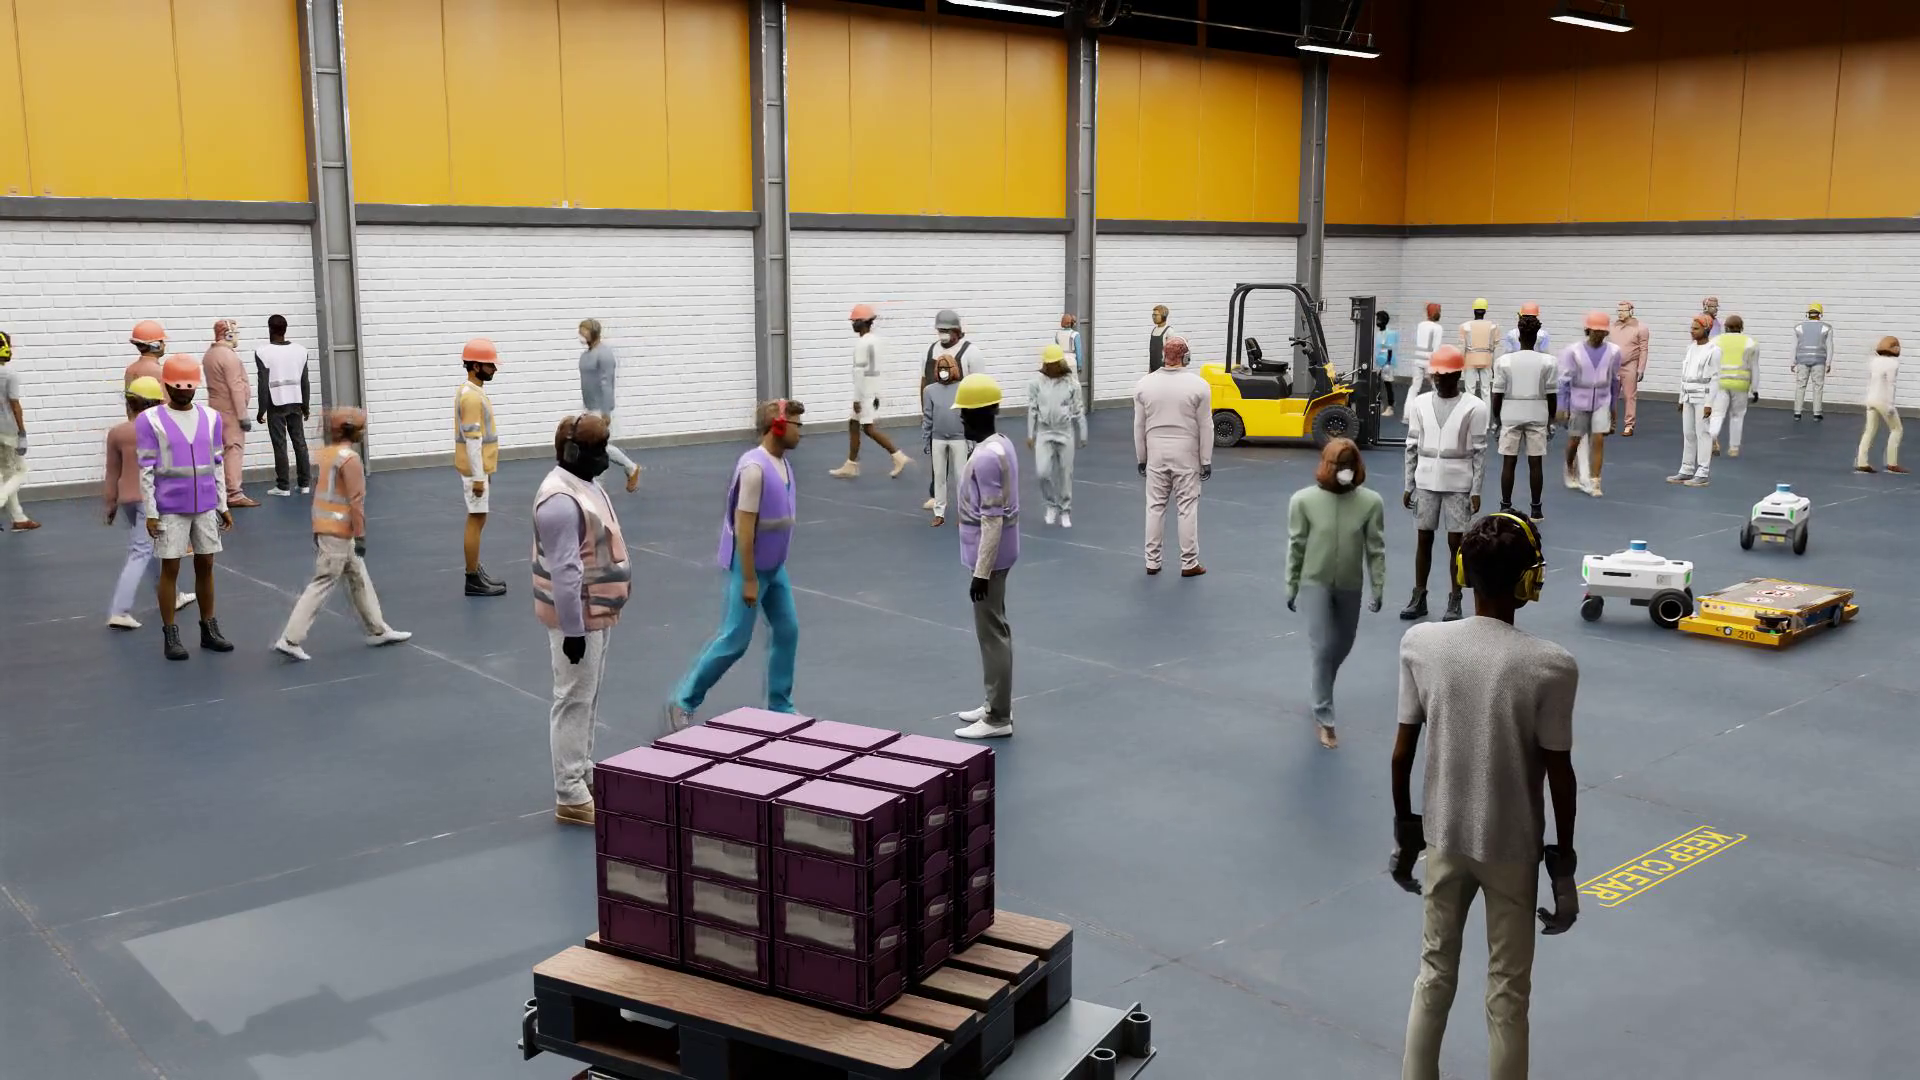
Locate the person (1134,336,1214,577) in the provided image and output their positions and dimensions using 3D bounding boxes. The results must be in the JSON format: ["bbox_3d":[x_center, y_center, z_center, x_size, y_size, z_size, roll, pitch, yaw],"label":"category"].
[{"bbox_3d":[1.704,-0.658,13.183,0.646,1.908,0.408,4,11,23],"label":"person"}]

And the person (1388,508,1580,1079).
[{"bbox_3d":[1.421,0.842,4.512,0.531,1.870,0.317,8,12,39],"label":"person"}]

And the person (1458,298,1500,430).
[{"bbox_3d":[7.535,-2.557,24.239,0.589,1.927,0.388,1,10,4],"label":"person"}]

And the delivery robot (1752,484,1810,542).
[{"bbox_3d":[7.118,-0.240,14.412,0.477,0.478,0.707,7,12,36],"label":"delivery robot"}]

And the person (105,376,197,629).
[{"bbox_3d":[-5.620,-0.269,11.478,0.509,1.710,0.949,3,10,18],"label":"person"}]

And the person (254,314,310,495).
[{"bbox_3d":[-7.174,-1.429,17.664,0.375,1.917,0.598,7,12,36],"label":"person"}]

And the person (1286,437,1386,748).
[{"bbox_3d":[1.977,0.234,8.862,0.508,1.609,0.765,0,10,-2],"label":"person"}]

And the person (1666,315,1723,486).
[{"bbox_3d":[8.150,-1.535,18.394,0.355,1.882,0.576,-2,10,-12],"label":"person"}]

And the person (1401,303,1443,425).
[{"bbox_3d":[7.037,-2.634,24.980,0.978,1.840,0.594,-6,11,-30],"label":"person"}]

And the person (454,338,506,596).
[{"bbox_3d":[-3.576,-0.541,12.443,0.383,1.930,0.539,-3,10,-15],"label":"person"}]

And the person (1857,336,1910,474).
[{"bbox_3d":[10.804,-1.565,19.337,0.664,1.605,0.513,0,10,-2],"label":"person"}]

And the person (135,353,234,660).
[{"bbox_3d":[-4.882,-0.215,10.528,0.375,1.927,0.543,8,13,40],"label":"person"}]

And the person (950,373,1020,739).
[{"bbox_3d":[0.126,0.087,8.767,0.372,1.923,0.594,1,10,6],"label":"person"}]

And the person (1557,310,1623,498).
[{"bbox_3d":[6.694,-1.472,17.761,0.629,1.994,0.953,2,10,9],"label":"person"}]

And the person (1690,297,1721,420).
[{"bbox_3d":[11.457,-2.766,25.528,0.652,1.906,0.402,-8,12,-38],"label":"person"}]

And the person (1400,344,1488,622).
[{"bbox_3d":[3.326,-0.381,11.477,0.552,1.932,0.377,6,12,33],"label":"person"}]

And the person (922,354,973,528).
[{"bbox_3d":[-0.112,-0.926,15.576,0.503,1.627,0.290,2,10,14],"label":"person"}]

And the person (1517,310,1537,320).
[{"bbox_3d":[8.672,-2.712,25.629,0.330,1.765,0.533,3,10,16],"label":"person"}]

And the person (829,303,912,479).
[{"bbox_3d":[-1.012,-1.686,18.914,0.940,2.012,0.617,2,10,10],"label":"person"}]

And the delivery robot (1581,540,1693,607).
[{"bbox_3d":[4.702,0.247,11.566,0.707,0.478,0.477,4,11,23],"label":"delivery robot"}]

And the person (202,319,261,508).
[{"bbox_3d":[-7.384,-1.279,16.849,0.399,1.905,0.646,-9,13,-42],"label":"person"}]

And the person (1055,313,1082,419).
[{"bbox_3d":[1.694,-2.716,26.010,0.514,1.642,0.307,9,13,42],"label":"person"}]

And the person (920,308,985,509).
[{"bbox_3d":[-0.118,-1.296,16.529,0.692,2.000,0.537,5,11,27],"label":"person"}]

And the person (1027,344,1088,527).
[{"bbox_3d":[0.917,-0.970,15.531,0.590,1.717,0.429,1,10,6],"label":"person"}]

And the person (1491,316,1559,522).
[{"bbox_3d":[5.377,-1.144,15.858,0.602,1.966,0.368,3,10,17],"label":"person"}]

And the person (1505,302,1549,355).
[{"bbox_3d":[7.408,-2.142,21.777,0.546,1.939,0.375,5,11,27],"label":"person"}]

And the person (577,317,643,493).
[{"bbox_3d":[-3.693,-1.347,17.191,0.666,1.914,0.634,-8,12,-38],"label":"person"}]

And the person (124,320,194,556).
[{"bbox_3d":[-6.777,-0.849,14.036,0.613,1.997,0.374,7,12,34],"label":"person"}]

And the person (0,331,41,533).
[{"bbox_3d":[-8.731,-0.966,15.151,0.548,1.855,0.659,3,10,19],"label":"person"}]

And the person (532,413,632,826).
[{"bbox_3d":[-1.689,0.348,7.492,0.428,1.840,0.631,-1,10,-4],"label":"person"}]

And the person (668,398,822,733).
[{"bbox_3d":[-1.150,0.148,8.802,0.748,1.808,0.603,2,10,14],"label":"person"}]

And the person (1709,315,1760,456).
[{"bbox_3d":[9.669,-1.923,20.893,0.660,1.811,0.765,5,11,27],"label":"person"}]

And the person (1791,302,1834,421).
[{"bbox_3d":[13.155,-2.752,25.691,0.586,1.824,0.403,6,12,33],"label":"person"}]

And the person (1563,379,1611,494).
[{"bbox_3d":[6.767,-1.323,17.940,0.533,1.613,0.702,-3,10,-16],"label":"person"}]

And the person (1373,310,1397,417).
[{"bbox_3d":[6.616,-2.771,26.216,0.576,1.679,0.543,-5,11,-26],"label":"person"}]

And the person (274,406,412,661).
[{"bbox_3d":[-3.972,-0.046,10.524,0.870,1.593,0.555,-6,12,-34],"label":"person"}]

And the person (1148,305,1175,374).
[{"bbox_3d":[2.835,-2.403,23.580,0.335,1.845,0.513,-6,11,-29],"label":"person"}]

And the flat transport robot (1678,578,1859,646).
[{"bbox_3d":[5.541,0.471,11.356,1.431,0.197,0.652,-9,13,-43],"label":"flat transport robot"}]

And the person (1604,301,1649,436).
[{"bbox_3d":[9.343,-2.417,23.485,0.404,1.906,0.651,-9,13,-42],"label":"person"}]

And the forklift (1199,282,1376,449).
[{"bbox_3d":[4.328,-2.346,22.227,2.313,2.155,1.214,3,10,16],"label":"forklift"}]
